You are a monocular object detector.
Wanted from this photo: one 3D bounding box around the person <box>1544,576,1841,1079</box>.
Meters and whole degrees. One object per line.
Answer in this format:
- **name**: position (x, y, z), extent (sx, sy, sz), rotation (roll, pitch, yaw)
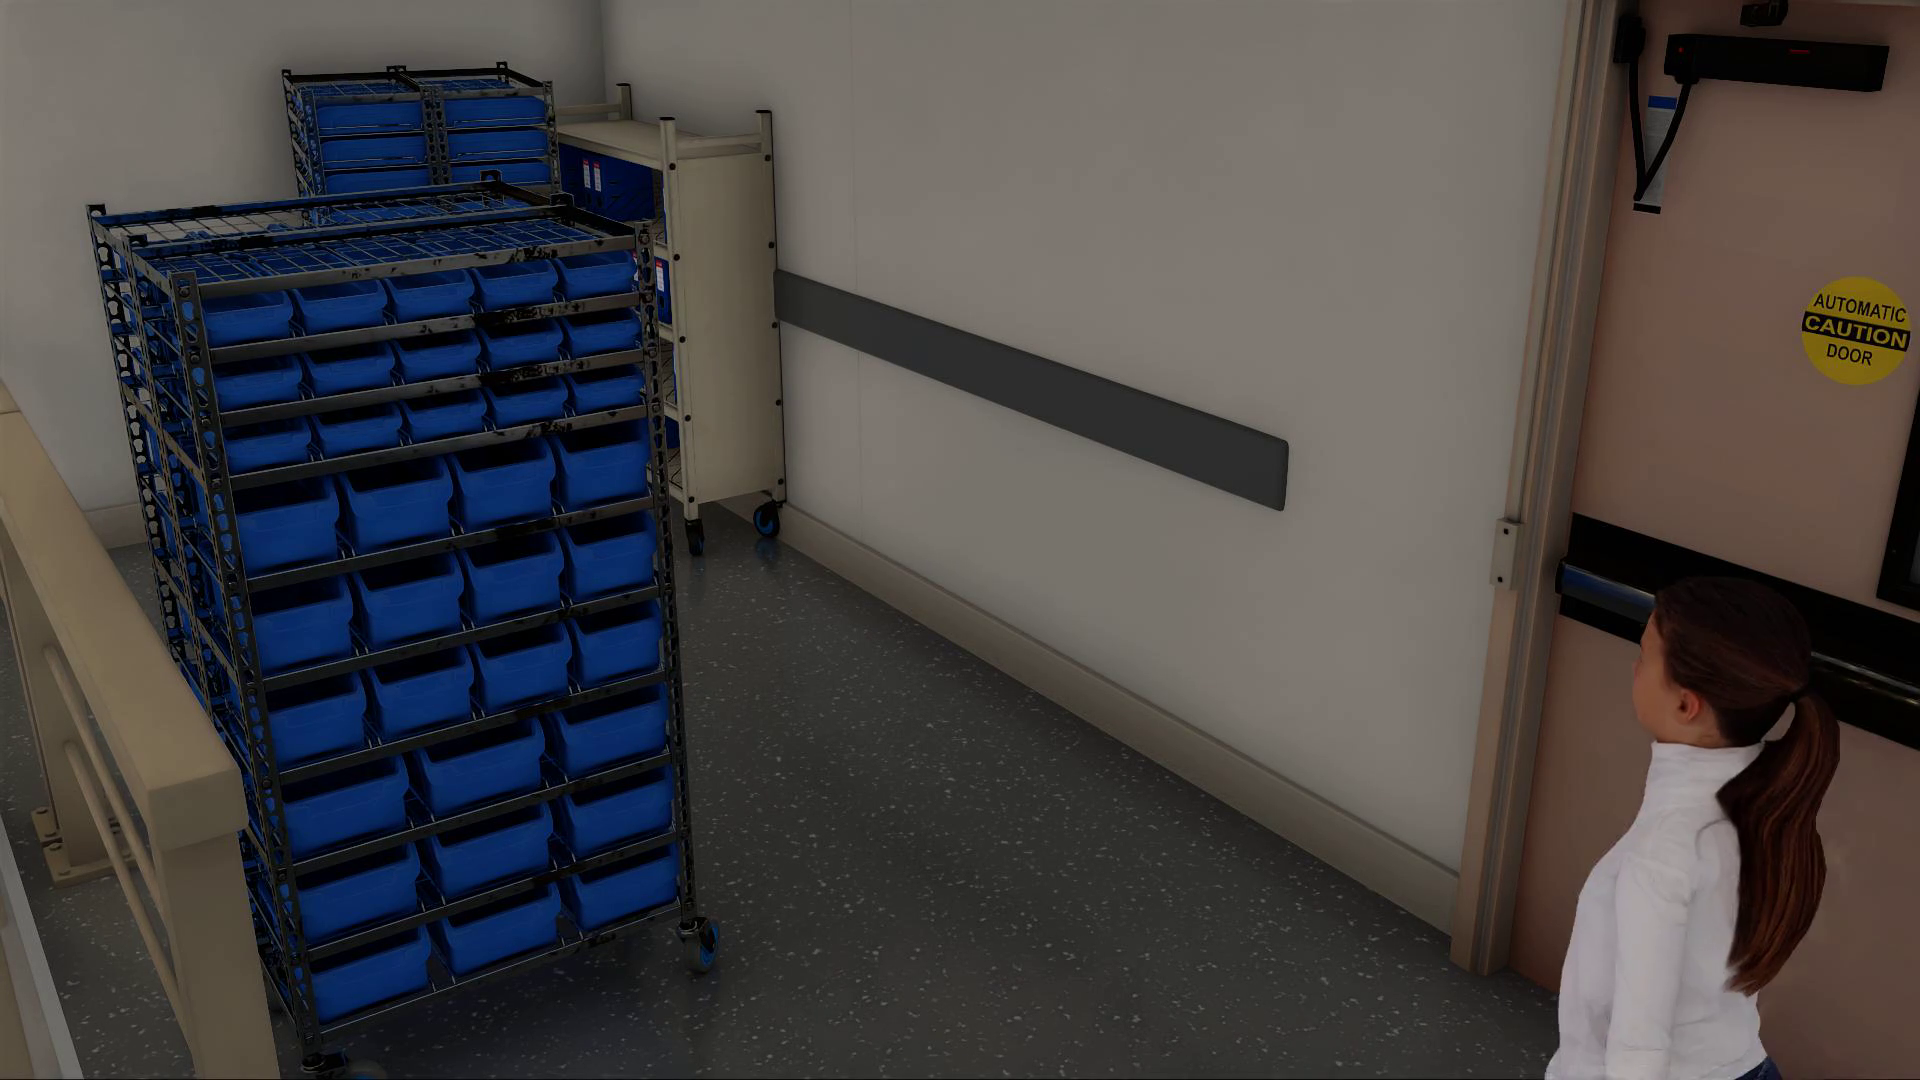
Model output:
- **person**: position (0.997, 0.823, 2.193), extent (0.532, 1.507, 1.076), rotation (-14, 25, -33)
